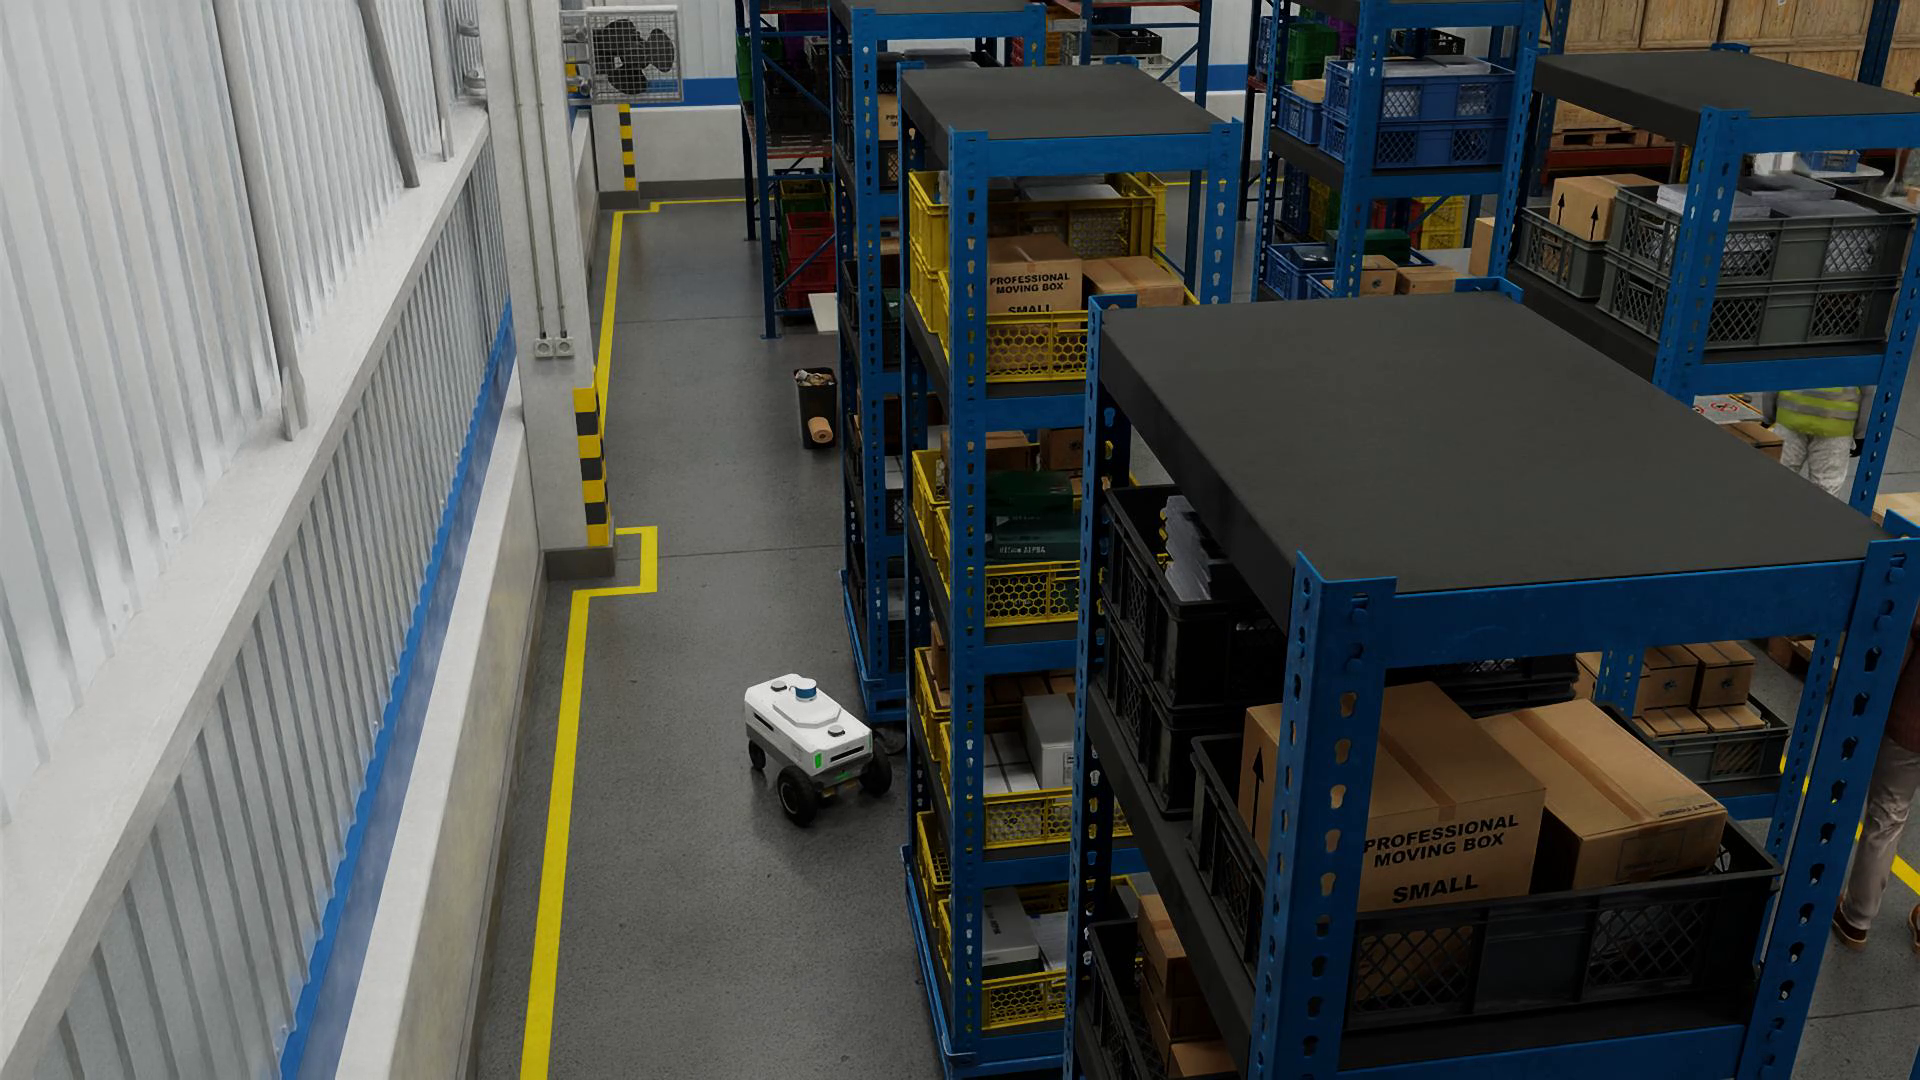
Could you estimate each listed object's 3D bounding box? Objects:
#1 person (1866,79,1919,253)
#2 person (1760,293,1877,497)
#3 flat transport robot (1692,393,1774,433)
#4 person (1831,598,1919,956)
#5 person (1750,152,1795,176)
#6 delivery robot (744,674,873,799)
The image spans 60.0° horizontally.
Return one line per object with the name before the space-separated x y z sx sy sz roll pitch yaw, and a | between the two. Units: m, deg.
person | 9.249 -3.549 16.141 0.526 1.827 0.998 -8 26 -17
person | 5.091 -0.688 9.905 0.621 1.837 0.429 18 30 33
flat transport robot | 5.224 -0.859 12.132 1.431 0.197 0.652 -4 25 -8
person | 3.870 0.748 6.594 0.623 1.992 0.396 6 25 14
person | 7.339 -3.097 15.118 0.621 1.851 0.471 -19 31 -35
delivery robot | -0.724 0.889 7.888 0.477 0.478 0.707 -17 30 -33
